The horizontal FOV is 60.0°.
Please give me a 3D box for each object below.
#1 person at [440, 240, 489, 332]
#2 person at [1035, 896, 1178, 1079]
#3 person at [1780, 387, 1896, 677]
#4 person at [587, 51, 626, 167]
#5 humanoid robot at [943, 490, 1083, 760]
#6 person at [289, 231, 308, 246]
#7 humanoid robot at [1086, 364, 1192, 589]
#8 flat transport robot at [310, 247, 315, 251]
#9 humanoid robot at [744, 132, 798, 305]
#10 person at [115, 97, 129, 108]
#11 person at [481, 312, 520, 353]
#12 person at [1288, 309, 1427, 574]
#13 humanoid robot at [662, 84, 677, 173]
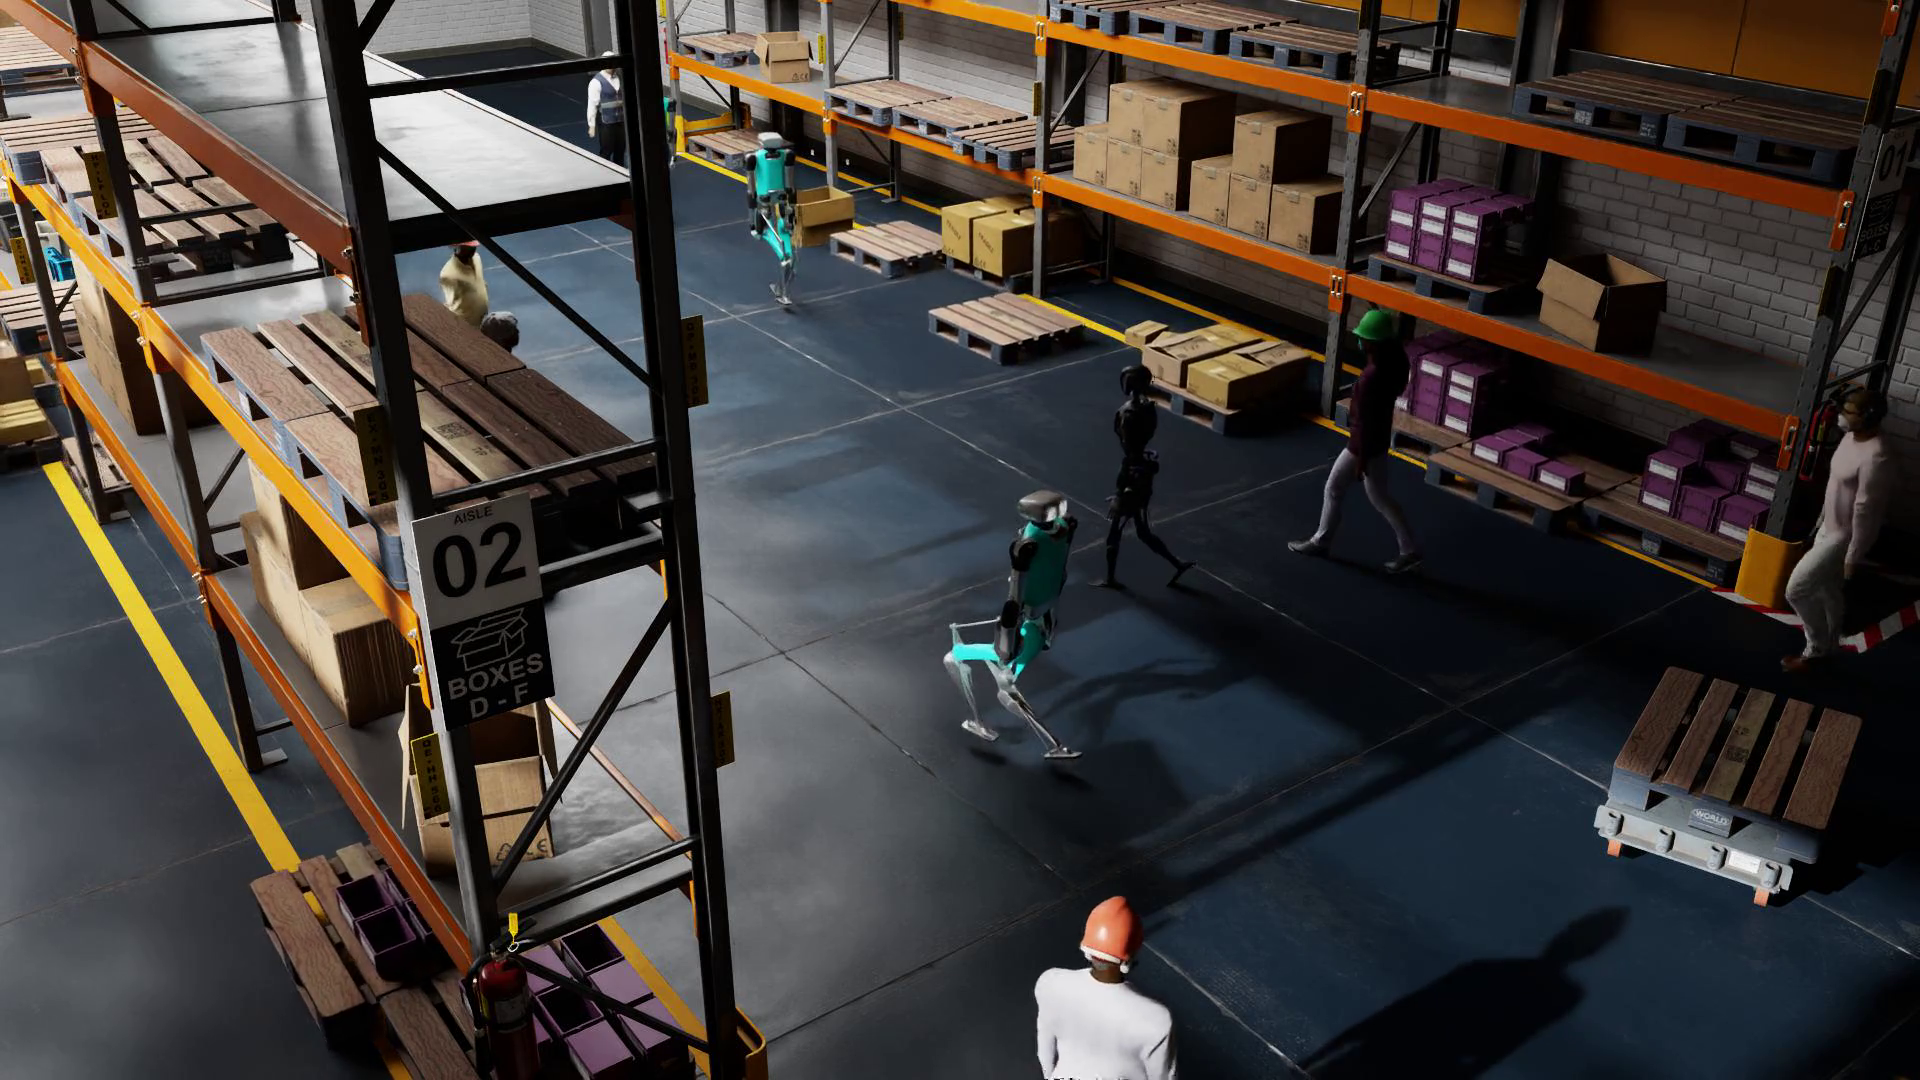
[{"bbox_3d":[-4.080,-1.836,14.000,0.392,1.732,0.582,6,27,12],"label":"person"},{"bbox_3d":[0.550,2.068,6.235,0.581,1.732,0.561,15,30,27],"label":"person"},{"bbox_3d":[5.352,-0.020,10.188,0.482,1.921,0.662,8,28,15],"label":"person"},{"bbox_3d":[-4.303,-5.150,20.576,0.450,1.754,0.762,19,32,33],"label":"person"},{"bbox_3d":[0.262,0.484,9.395,1.001,1.733,0.539,18,32,31],"label":"humanoid robot"},{"bbox_3d":[-6.289,-2.594,15.635,0.287,1.629,0.498,13,29,23],"label":"person"},{"bbox_3d":[1.241,-0.396,11.238,0.677,1.635,0.609,8,28,16],"label":"humanoid robot"},{"bbox_3d":[-7.783,-3.275,18.502,1.431,0.231,0.659,15,31,28],"label":"flat transport robot"},{"bbox_3d":[-1.795,-3.137,16.594,0.544,1.771,0.921,-15,31,-28],"label":"humanoid robot"},{"bbox_3d":[-10.212,-5.336,20.730,0.728,1.950,0.638,-23,35,-38],"label":"person"},{"bbox_3d":[-3.115,-0.713,11.648,0.335,1.846,0.523,-8,28,-15],"label":"person"},{"bbox_3d":[2.855,-0.671,11.498,0.959,1.912,0.505,18,32,32],"label":"person"},{"bbox_3d":[-3.582,-4.474,19.277,0.547,1.738,1.042,-13,29,-23],"label":"humanoid robot"}]
